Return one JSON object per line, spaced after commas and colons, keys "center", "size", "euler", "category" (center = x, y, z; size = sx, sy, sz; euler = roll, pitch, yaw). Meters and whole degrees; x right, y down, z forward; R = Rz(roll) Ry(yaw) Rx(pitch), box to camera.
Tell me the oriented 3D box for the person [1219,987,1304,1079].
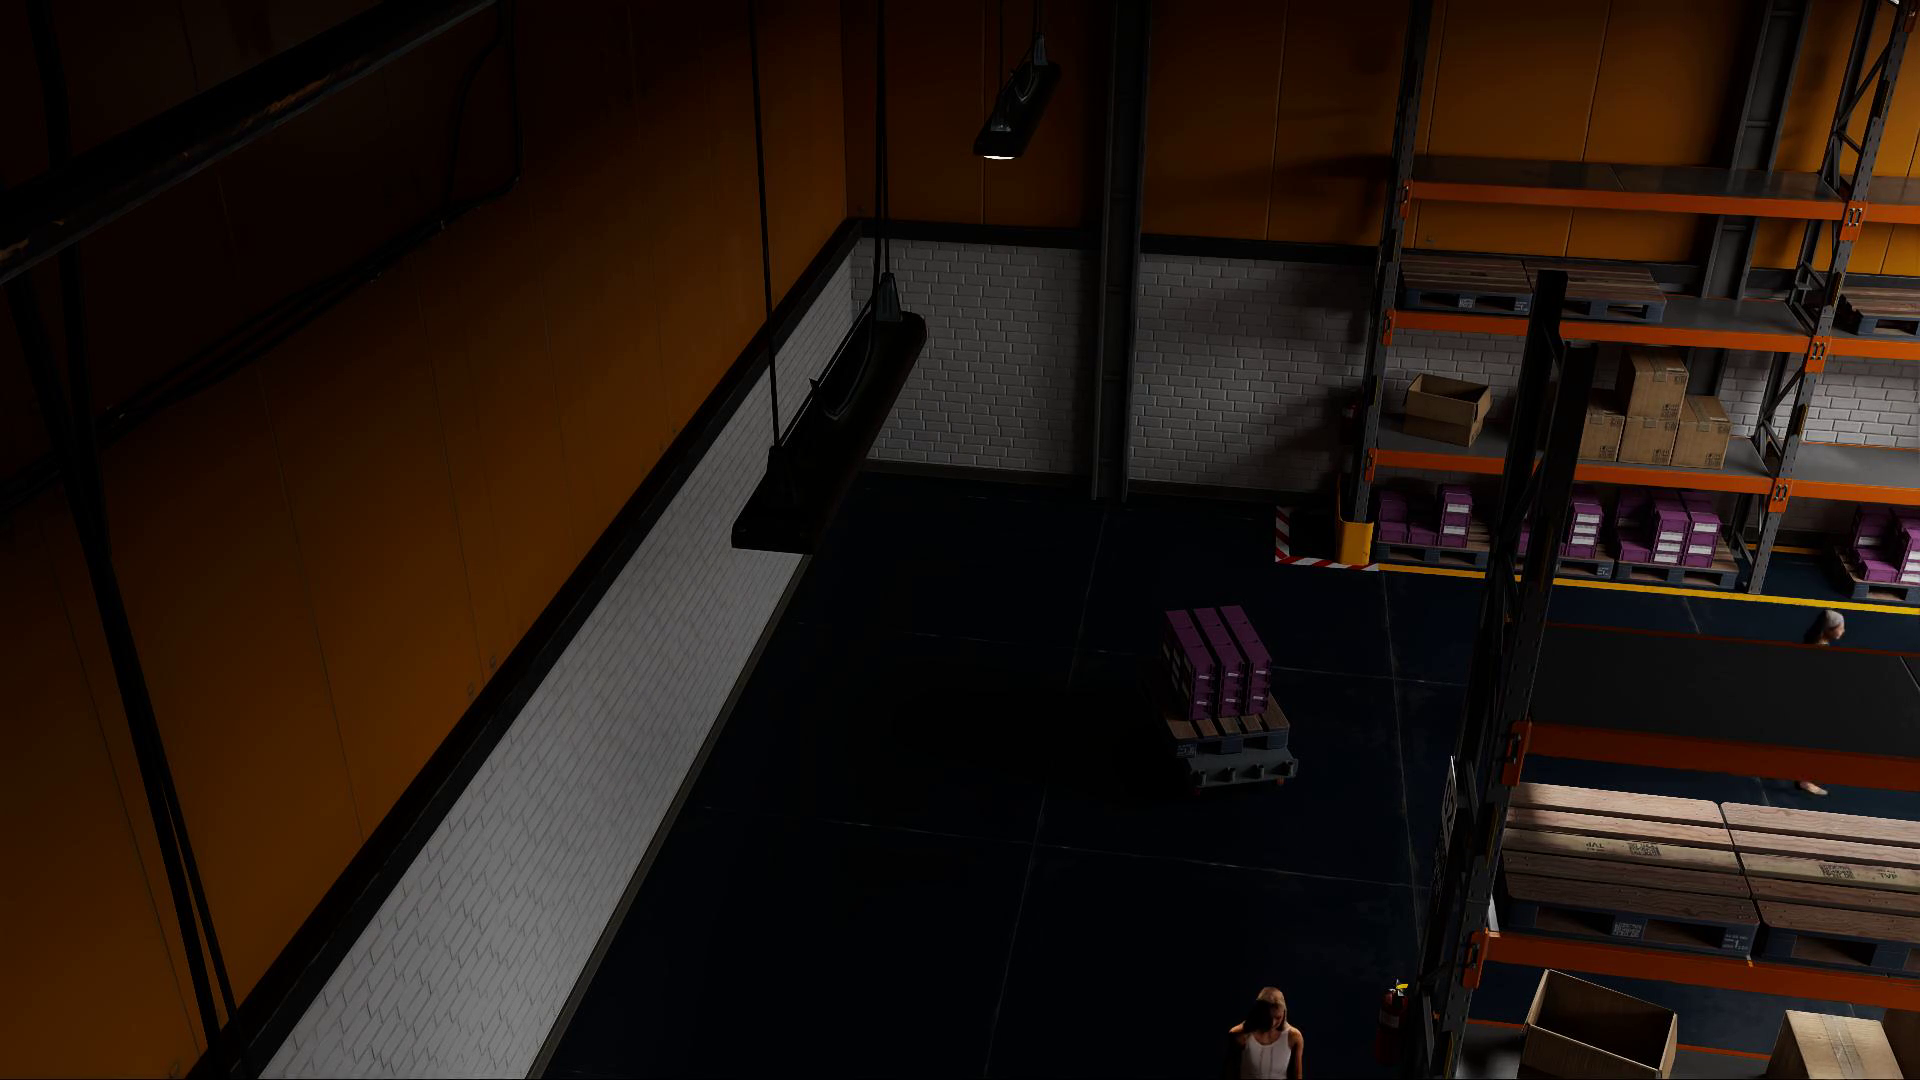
{"center": [1.805, 3.322, 10.049], "size": [0.760, 1.789, 0.720], "euler": [4, 29, 7], "category": "person"}
